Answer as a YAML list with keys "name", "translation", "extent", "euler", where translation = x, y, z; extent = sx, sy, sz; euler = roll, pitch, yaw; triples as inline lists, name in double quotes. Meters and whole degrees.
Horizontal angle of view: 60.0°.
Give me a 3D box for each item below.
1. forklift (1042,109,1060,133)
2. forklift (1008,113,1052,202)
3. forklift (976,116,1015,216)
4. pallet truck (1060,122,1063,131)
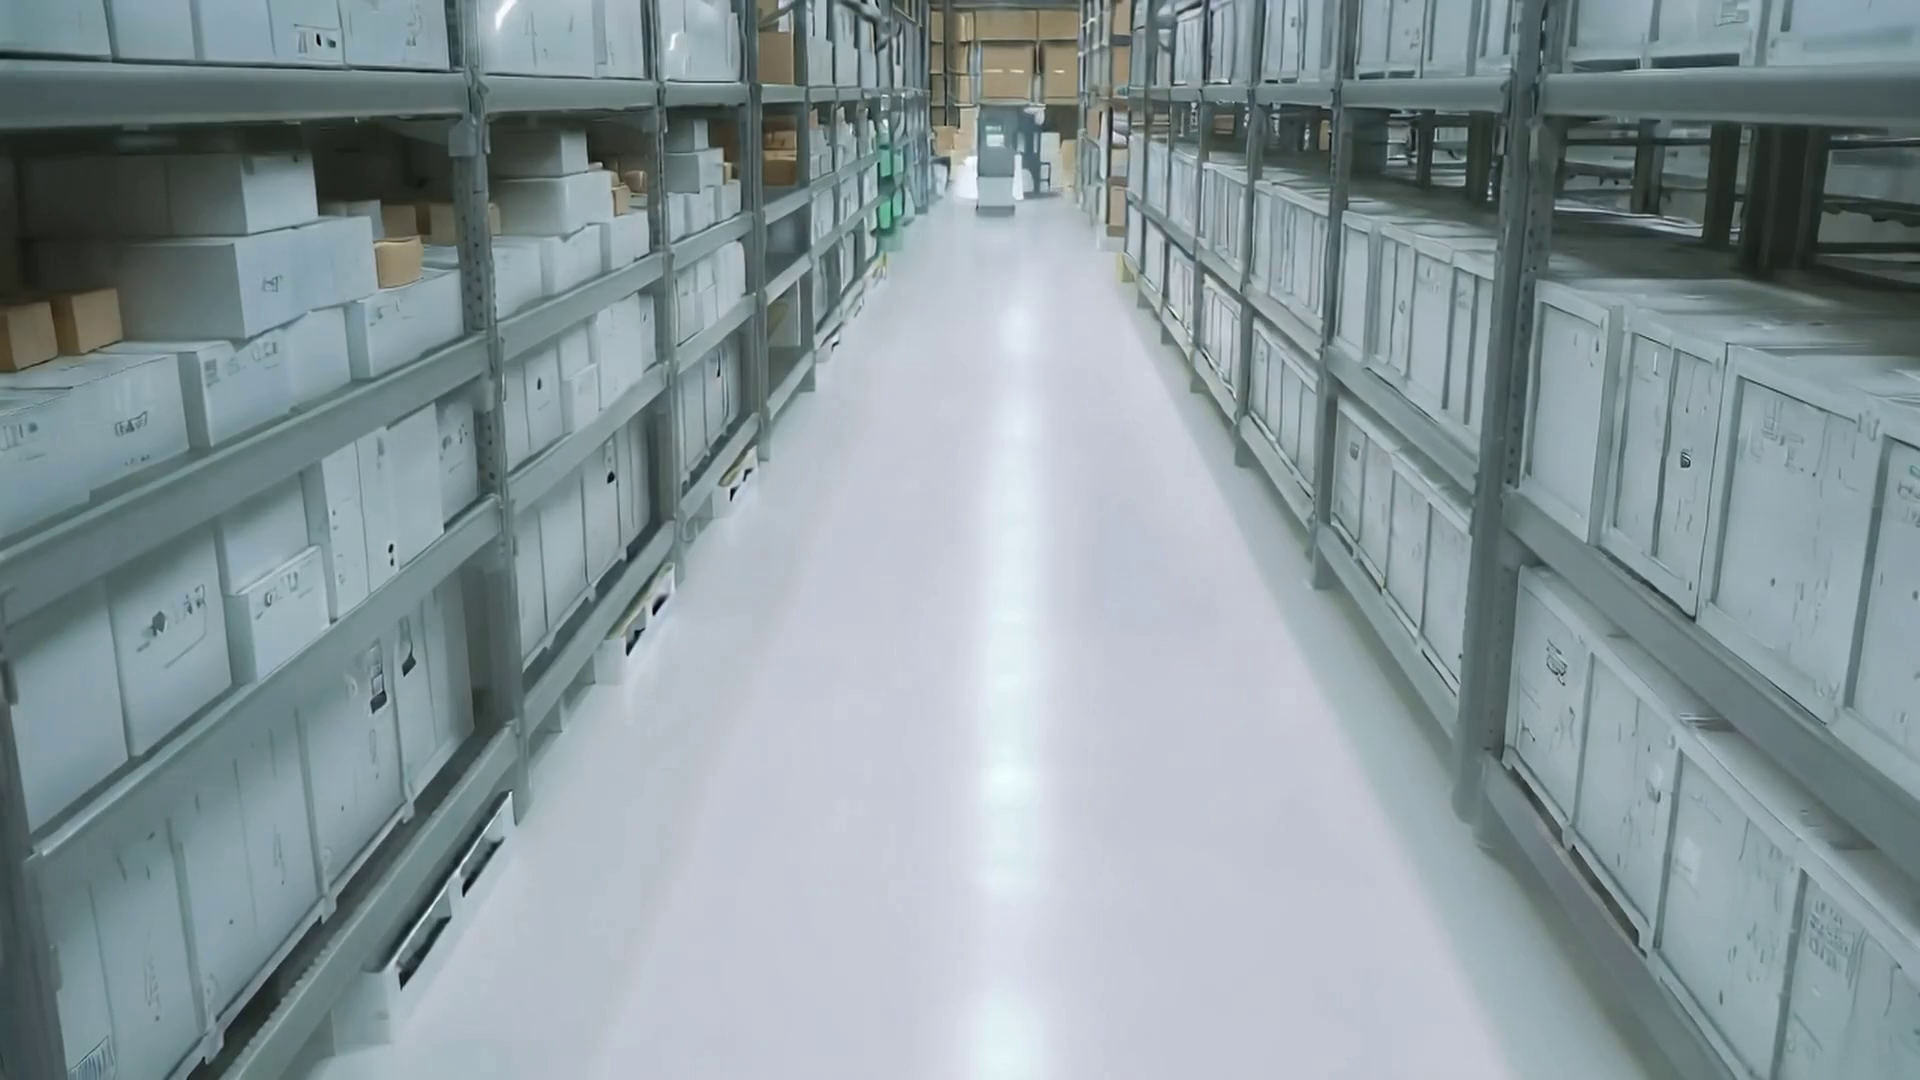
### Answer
- name: "forklift"
  translation: [3.819, -16.736, 70.062]
  extent: [1.873, 2.768, 1.129]
  euler: [12, 19, 37]
- name: "forklift"
  translation: [1.999, -12.572, 54.566]
  extent: [1.873, 2.768, 1.129]
  euler: [-14, 20, -42]
- name: "forklift"
  translation: [1.030, -10.861, 48.200]
  extent: [1.129, 2.768, 1.873]
  euler: [0, 15, 1]
- name: "pallet truck"
  translation: [5.788, -21.111, 88.014]
  extent: [1.885, 1.965, 0.823]
  euler: [5, 16, 18]
